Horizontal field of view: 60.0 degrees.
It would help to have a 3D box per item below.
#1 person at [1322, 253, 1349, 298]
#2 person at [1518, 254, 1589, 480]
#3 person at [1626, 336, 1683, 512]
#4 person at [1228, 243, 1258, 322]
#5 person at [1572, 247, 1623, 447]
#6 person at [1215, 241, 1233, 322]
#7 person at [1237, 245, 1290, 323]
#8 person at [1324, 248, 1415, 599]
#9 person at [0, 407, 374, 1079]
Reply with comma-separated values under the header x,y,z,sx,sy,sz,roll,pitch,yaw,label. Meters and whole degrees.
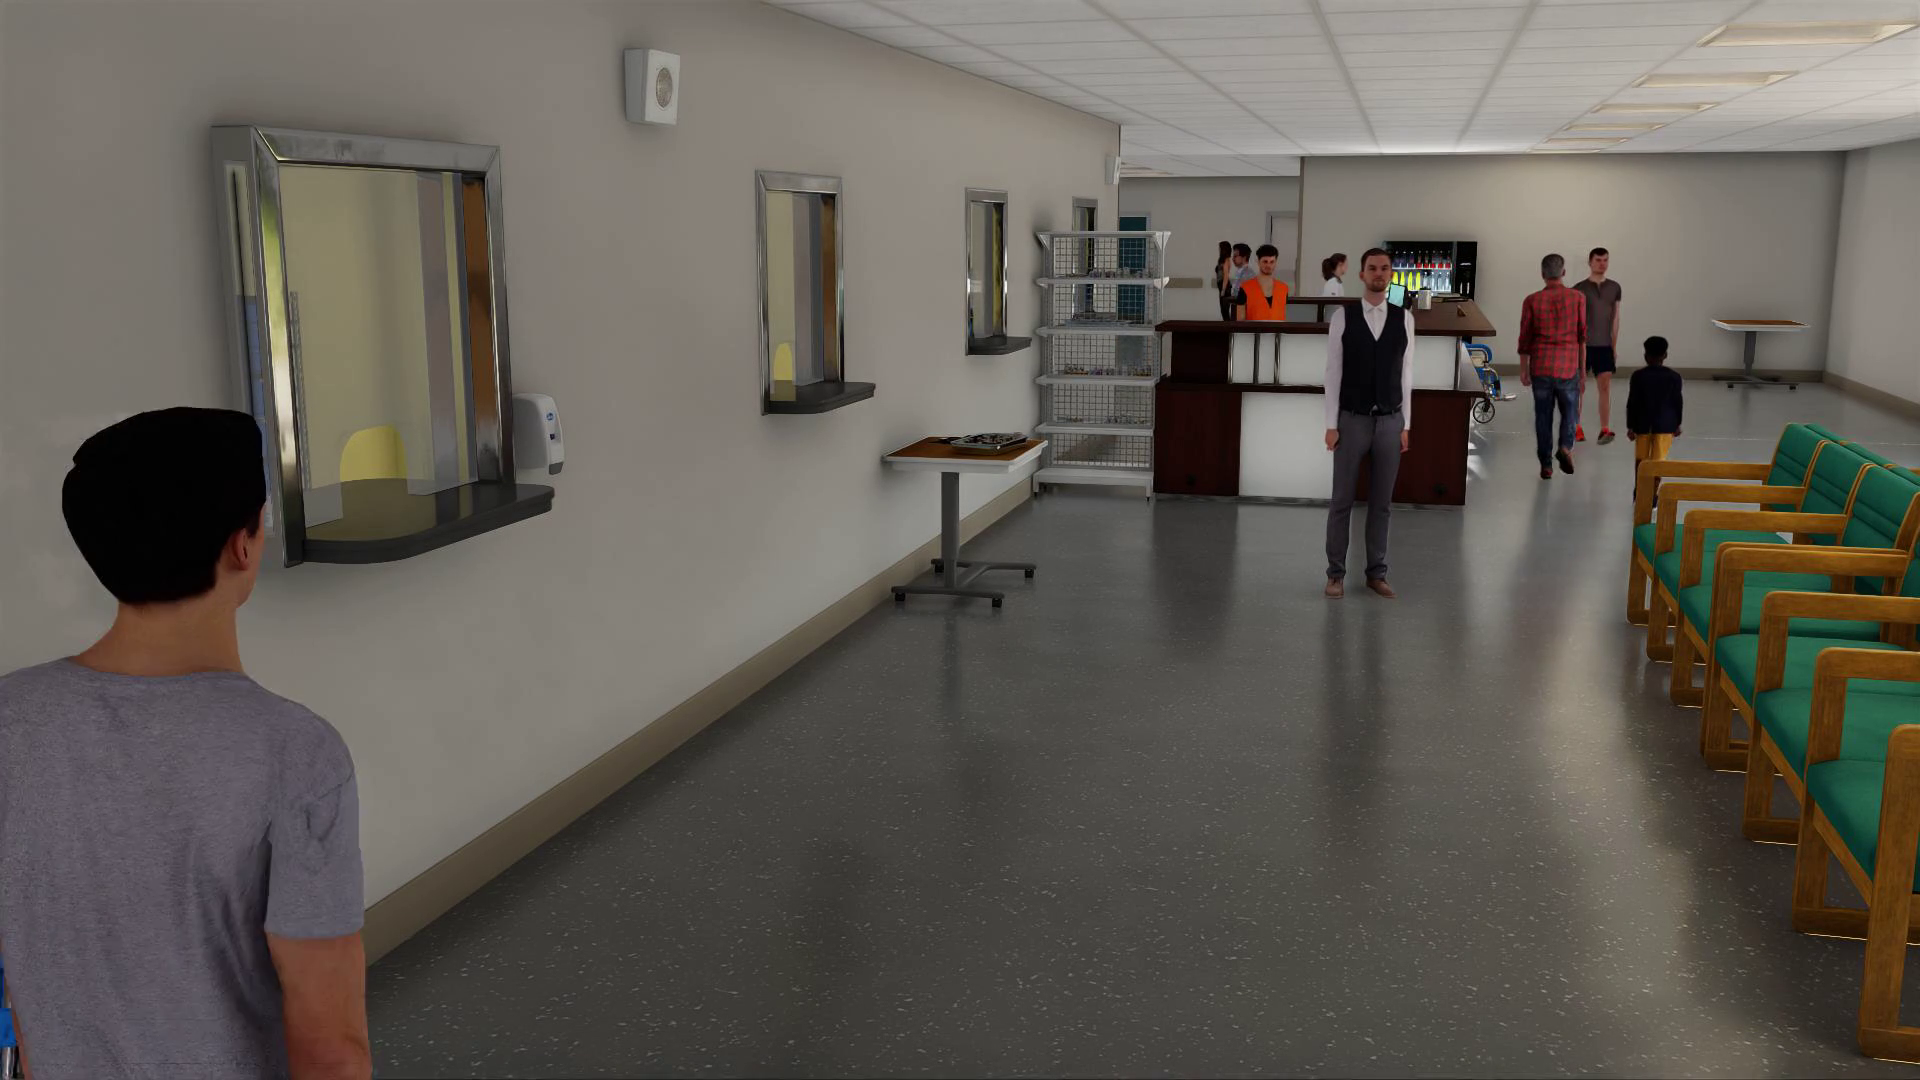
x,y,z,sx,sy,sz,roll,pitch,yaw,label
4.033,-2.289,18.449,0.727,1.724,0.635,1,11,5,person
4.782,-1.378,13.403,0.680,1.814,0.761,4,12,22,person
5.018,-0.831,12.035,0.625,1.251,0.646,5,12,25,person
3.377,-2.503,19.297,0.845,1.828,0.832,-1,11,-3,person
5.899,-1.795,15.602,1.094,1.815,0.864,1,11,4,person
4.712,-4.415,29.533,0.532,1.769,0.601,3,11,14,person
2.719,-1.730,15.088,0.742,1.879,0.848,-3,11,-14,person
2.279,-0.663,9.307,0.603,1.938,0.772,0,11,0,person
-0.931,0.795,1.880,1.118,1.842,0.842,1,11,7,person
